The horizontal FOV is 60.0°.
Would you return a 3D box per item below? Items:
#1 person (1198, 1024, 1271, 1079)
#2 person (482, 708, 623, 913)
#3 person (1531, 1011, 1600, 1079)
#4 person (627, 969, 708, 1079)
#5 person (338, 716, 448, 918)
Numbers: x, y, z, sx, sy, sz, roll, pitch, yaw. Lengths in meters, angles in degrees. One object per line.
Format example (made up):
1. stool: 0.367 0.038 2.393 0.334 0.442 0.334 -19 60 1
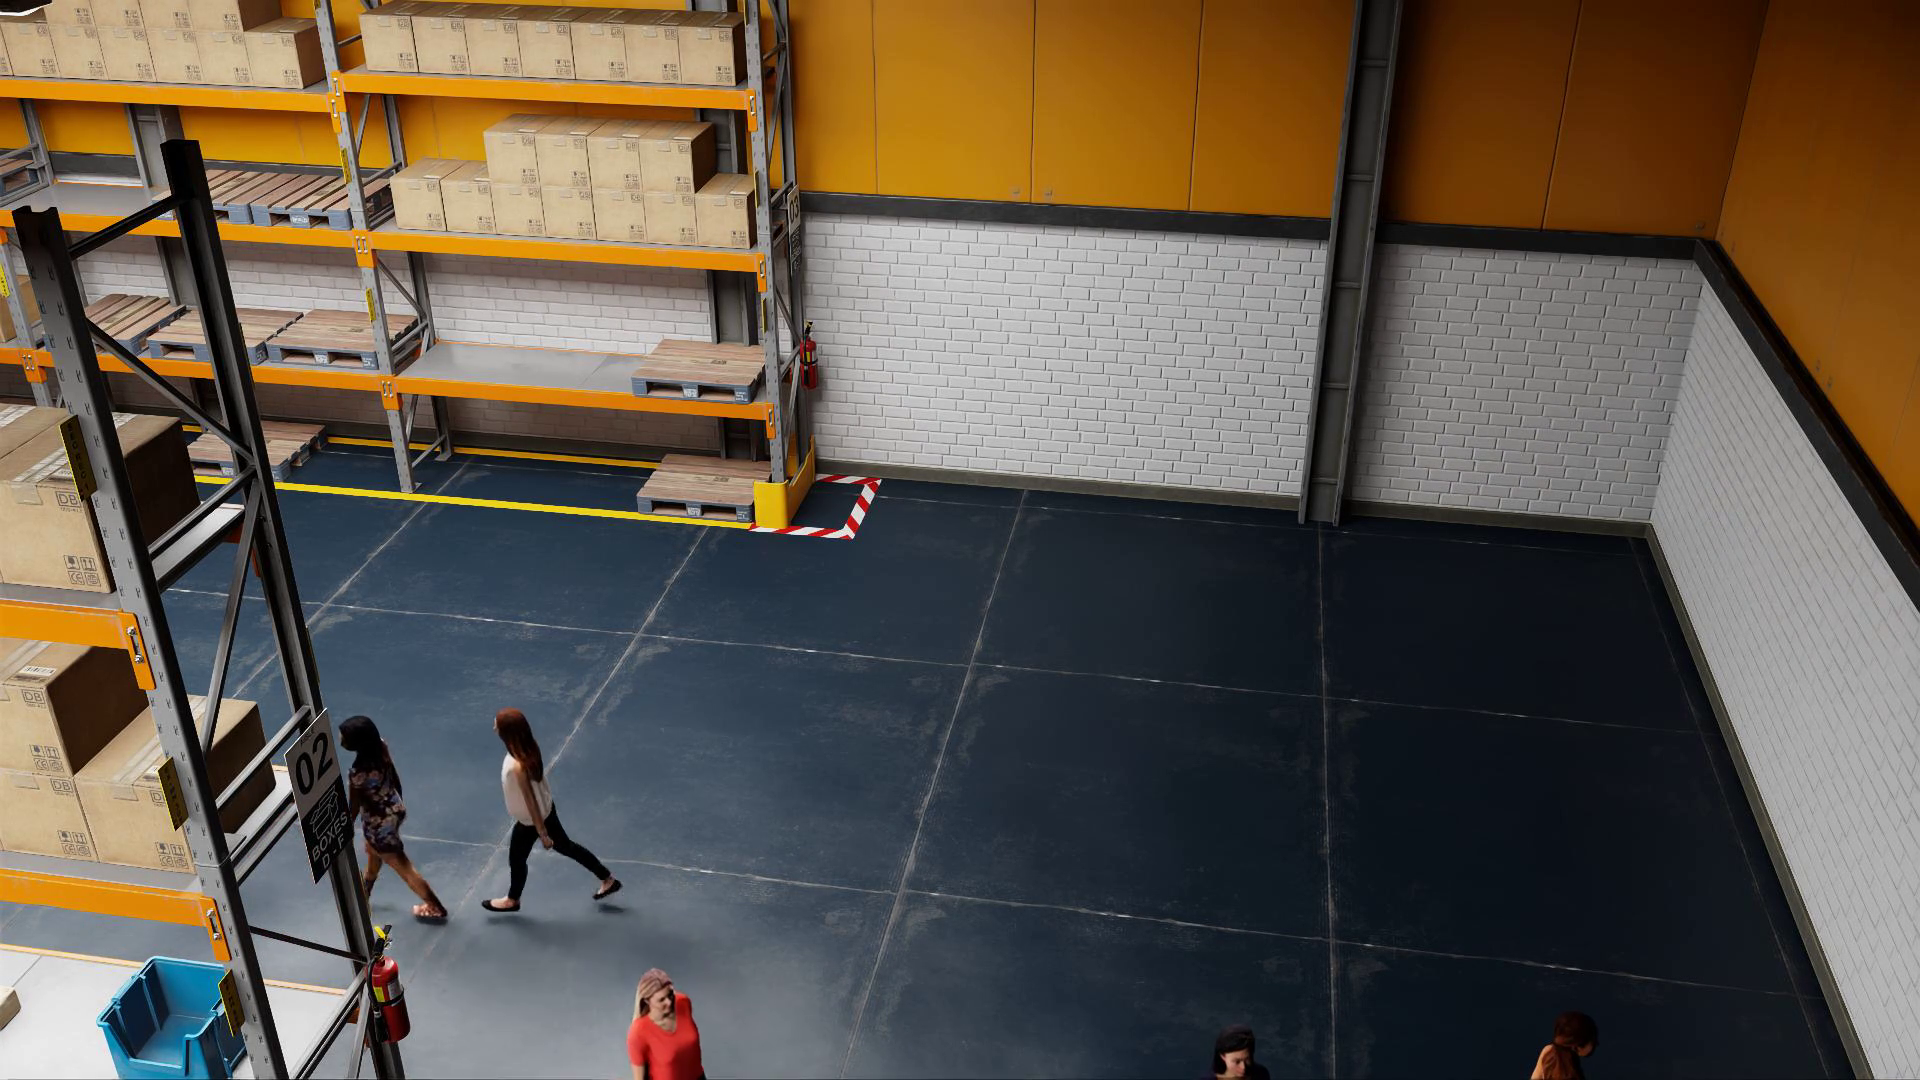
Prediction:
1. person: 1.372 3.182 8.692 0.617 1.733 0.736 -10 30 -17
2. person: -2.755 1.857 11.179 1.225 1.676 0.756 1 29 1
3. person: 3.037 3.166 8.618 0.652 1.832 0.657 -7 29 -13
4. person: -1.655 2.995 9.116 1.230 1.655 1.022 24 36 36
5. person: -3.764 1.908 11.069 1.073 1.693 0.668 3 29 5
